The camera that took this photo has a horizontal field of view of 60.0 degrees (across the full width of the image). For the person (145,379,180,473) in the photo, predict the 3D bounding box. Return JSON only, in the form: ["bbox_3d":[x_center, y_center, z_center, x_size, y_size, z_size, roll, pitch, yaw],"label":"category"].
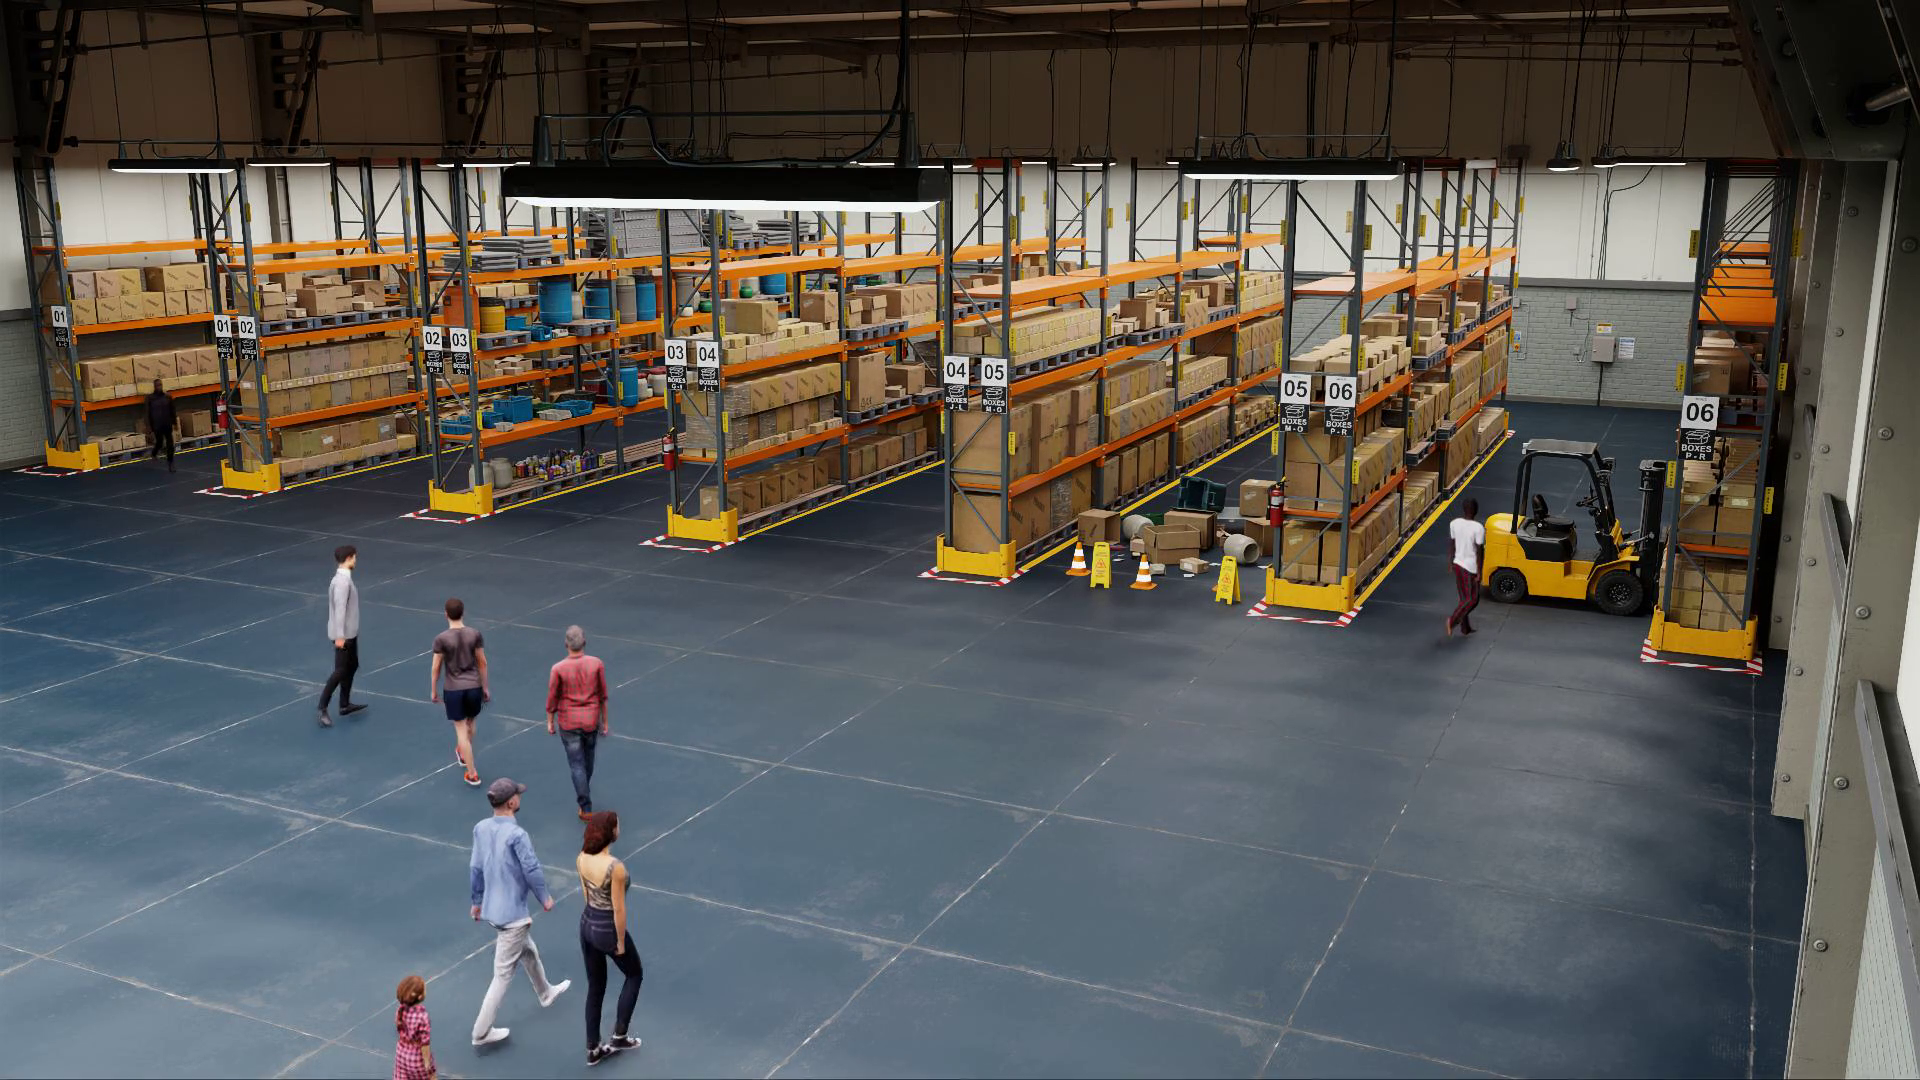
[{"bbox_3d":[-15.554,-2.224,32.347,1.001,1.814,1.021,12,18,42],"label":"person"}]

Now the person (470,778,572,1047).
[{"bbox_3d":[-3.174,2.600,11.466,0.856,1.837,1.214,11,17,38],"label":"person"}]

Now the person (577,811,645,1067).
[{"bbox_3d":[-2.456,2.709,11.184,0.620,1.751,0.659,7,15,29],"label":"person"}]

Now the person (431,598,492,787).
[{"bbox_3d":[-4.830,1.508,16.216,1.118,1.820,1.074,-9,16,-33],"label":"person"}]

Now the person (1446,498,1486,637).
[{"bbox_3d":[6.381,0.380,21.098,1.073,1.817,0.920,-10,16,-36],"label":"person"}]

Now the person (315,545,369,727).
[{"bbox_3d":[-6.781,1.027,18.155,1.095,1.884,1.021,-1,13,-6],"label":"person"}]

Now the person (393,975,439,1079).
[{"bbox_3d":[-3.479,3.249,10.497,0.437,1.008,0.616,5,14,21],"label":"person"}]

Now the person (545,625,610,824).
[{"bbox_3d":[-3.494,1.726,15.345,1.201,1.789,1.205,-7,15,-26],"label":"person"}]
